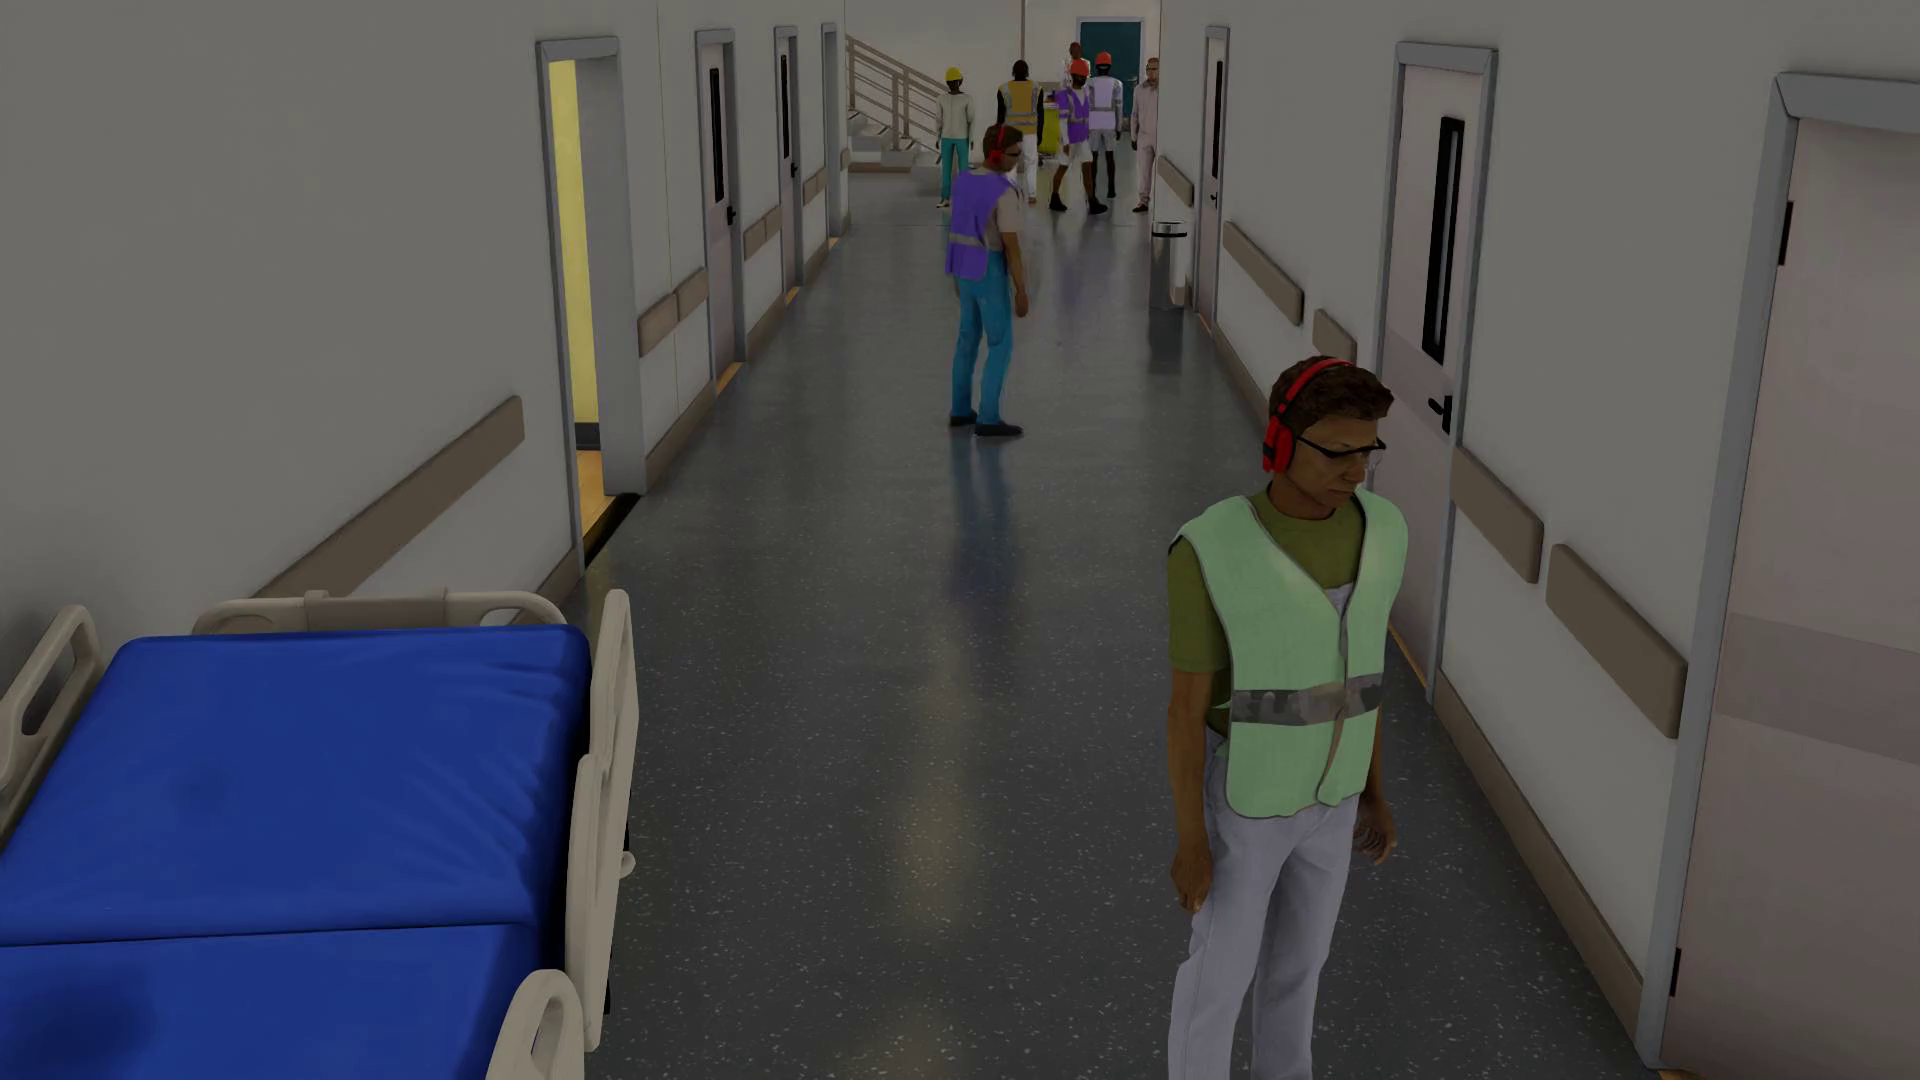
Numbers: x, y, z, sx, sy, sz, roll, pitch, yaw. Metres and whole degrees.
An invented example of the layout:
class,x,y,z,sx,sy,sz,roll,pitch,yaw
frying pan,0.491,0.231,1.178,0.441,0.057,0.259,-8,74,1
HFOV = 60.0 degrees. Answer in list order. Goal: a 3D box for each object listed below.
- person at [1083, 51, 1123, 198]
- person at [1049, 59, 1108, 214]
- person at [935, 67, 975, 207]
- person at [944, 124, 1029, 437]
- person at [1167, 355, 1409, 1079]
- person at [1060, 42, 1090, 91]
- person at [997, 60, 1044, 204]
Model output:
class,x,y,z,sx,sy,sz,roll,pitch,yaw
person,1.917,-5.600,22.482,0.546,1.929,0.383,-1,18,-2
person,1.445,-5.016,20.723,0.567,1.881,1.009,-13,22,-36
person,-0.070,-5.144,21.305,0.535,1.767,0.316,6,18,17
person,0.124,-1.524,9.856,0.401,1.819,0.631,-11,21,-32
person,0.641,0.530,3.360,0.563,1.838,0.390,-11,21,-32
person,2.173,-8.414,31.389,0.584,1.882,0.337,-2,18,-7
person,0.787,-5.324,21.752,0.625,1.844,0.429,-1,18,-3
